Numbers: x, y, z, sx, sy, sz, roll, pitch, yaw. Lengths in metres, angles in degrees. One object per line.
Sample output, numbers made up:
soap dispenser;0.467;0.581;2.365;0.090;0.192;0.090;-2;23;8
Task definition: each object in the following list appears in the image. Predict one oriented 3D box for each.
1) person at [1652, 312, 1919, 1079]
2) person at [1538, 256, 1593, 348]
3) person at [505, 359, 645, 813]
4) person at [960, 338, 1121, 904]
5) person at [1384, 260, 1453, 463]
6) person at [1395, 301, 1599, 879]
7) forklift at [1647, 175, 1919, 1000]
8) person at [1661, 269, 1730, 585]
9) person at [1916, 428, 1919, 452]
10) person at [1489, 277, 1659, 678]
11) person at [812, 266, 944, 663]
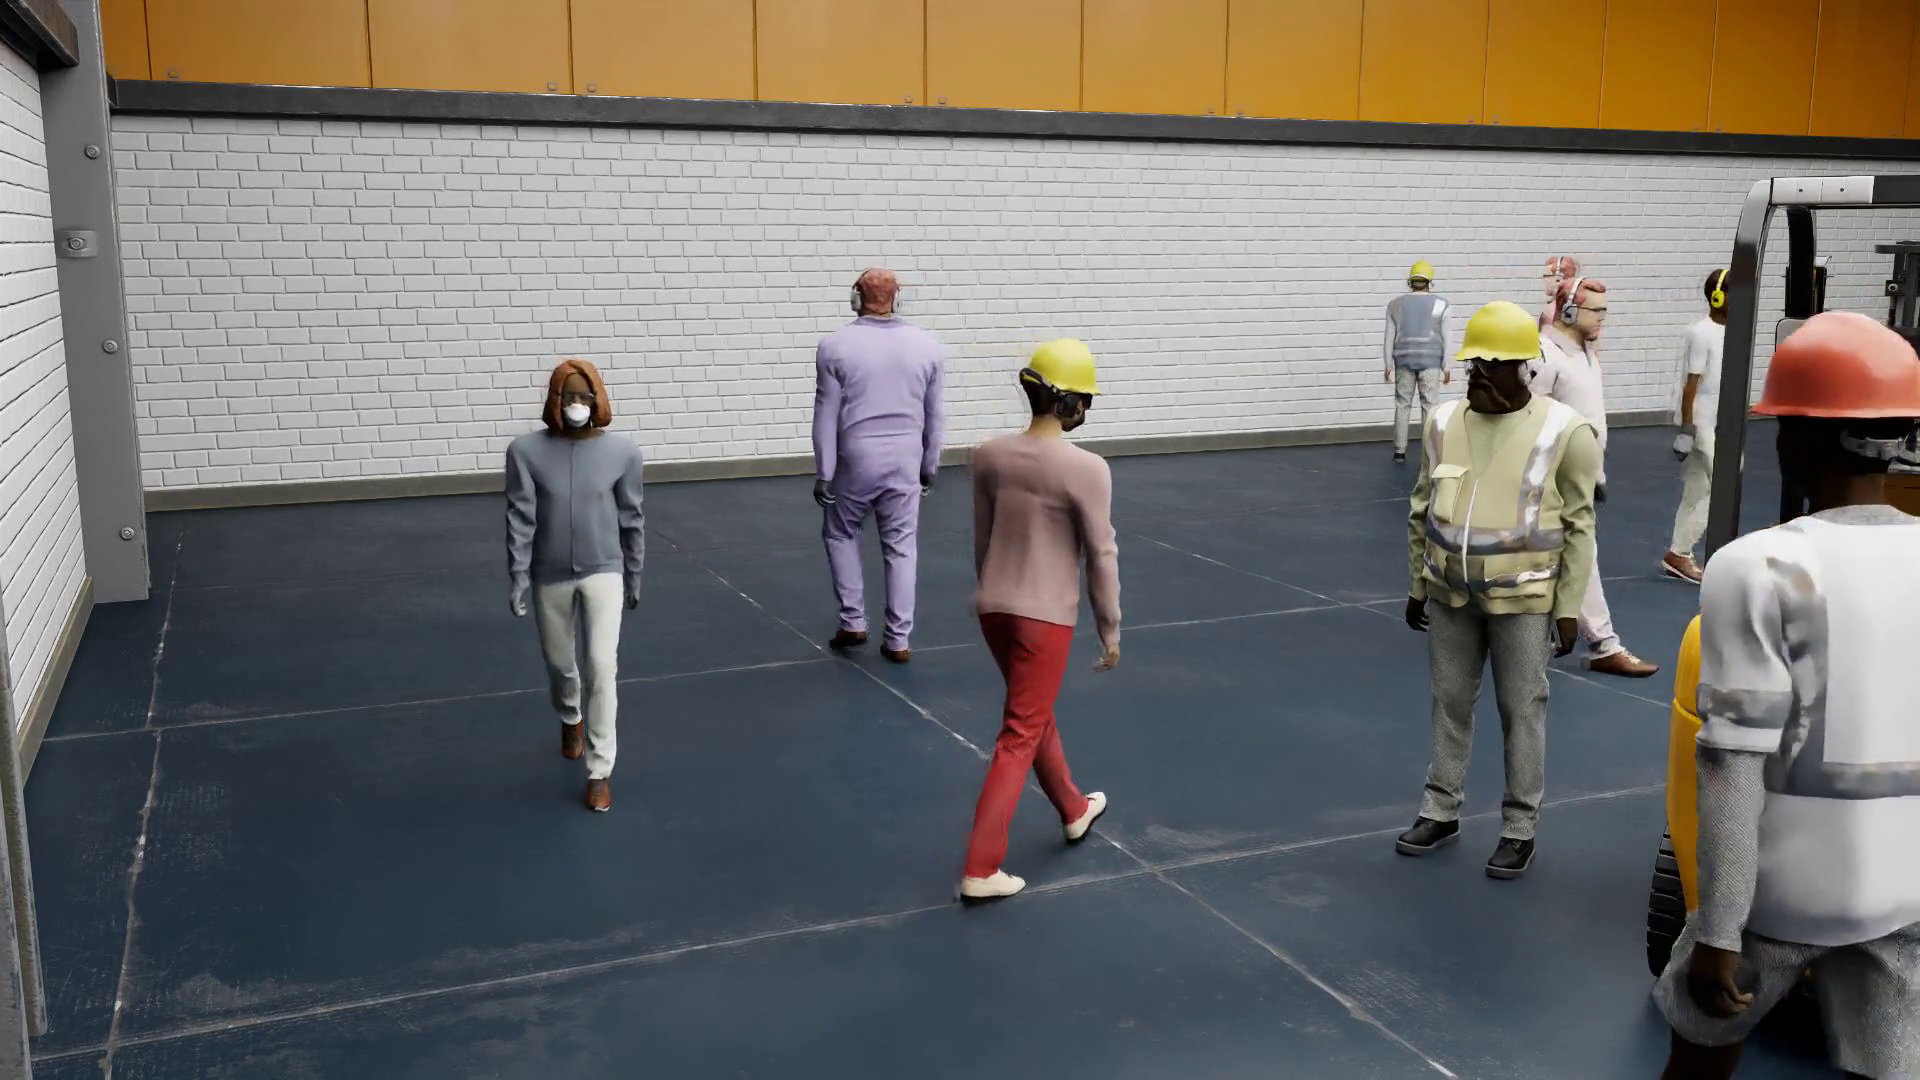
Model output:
person;1.465;0.553;2.960;0.573;1.887;0.978;-1;10;-8
person;4.395;-1.184;12.547;0.785;1.879;0.677;9;14;40
person;-1.411;0.120;6.151;0.494;1.602;0.815;-2;10;-11
person;0.261;0.233;5.223;0.532;1.709;0.884;9;14;42
person;4.127;-1.597;14.980;0.600;1.828;0.404;4;11;21
person;1.689;0.160;5.304;0.601;1.827;0.403;9;14;42
forklift;2.810;0.094;4.662;1.214;2.155;2.313;7;12;34
person;4.371;-0.650;9.708;0.429;1.852;0.526;6;12;31
person;4.748;-0.298;7.934;1.020;1.783;0.522;7;12;34
person;2.816;-0.318;7.892;1.033;1.854;0.643;7;13;35
person;-0.412;-0.361;8.016;0.675;1.885;0.595;-4;11;-22
